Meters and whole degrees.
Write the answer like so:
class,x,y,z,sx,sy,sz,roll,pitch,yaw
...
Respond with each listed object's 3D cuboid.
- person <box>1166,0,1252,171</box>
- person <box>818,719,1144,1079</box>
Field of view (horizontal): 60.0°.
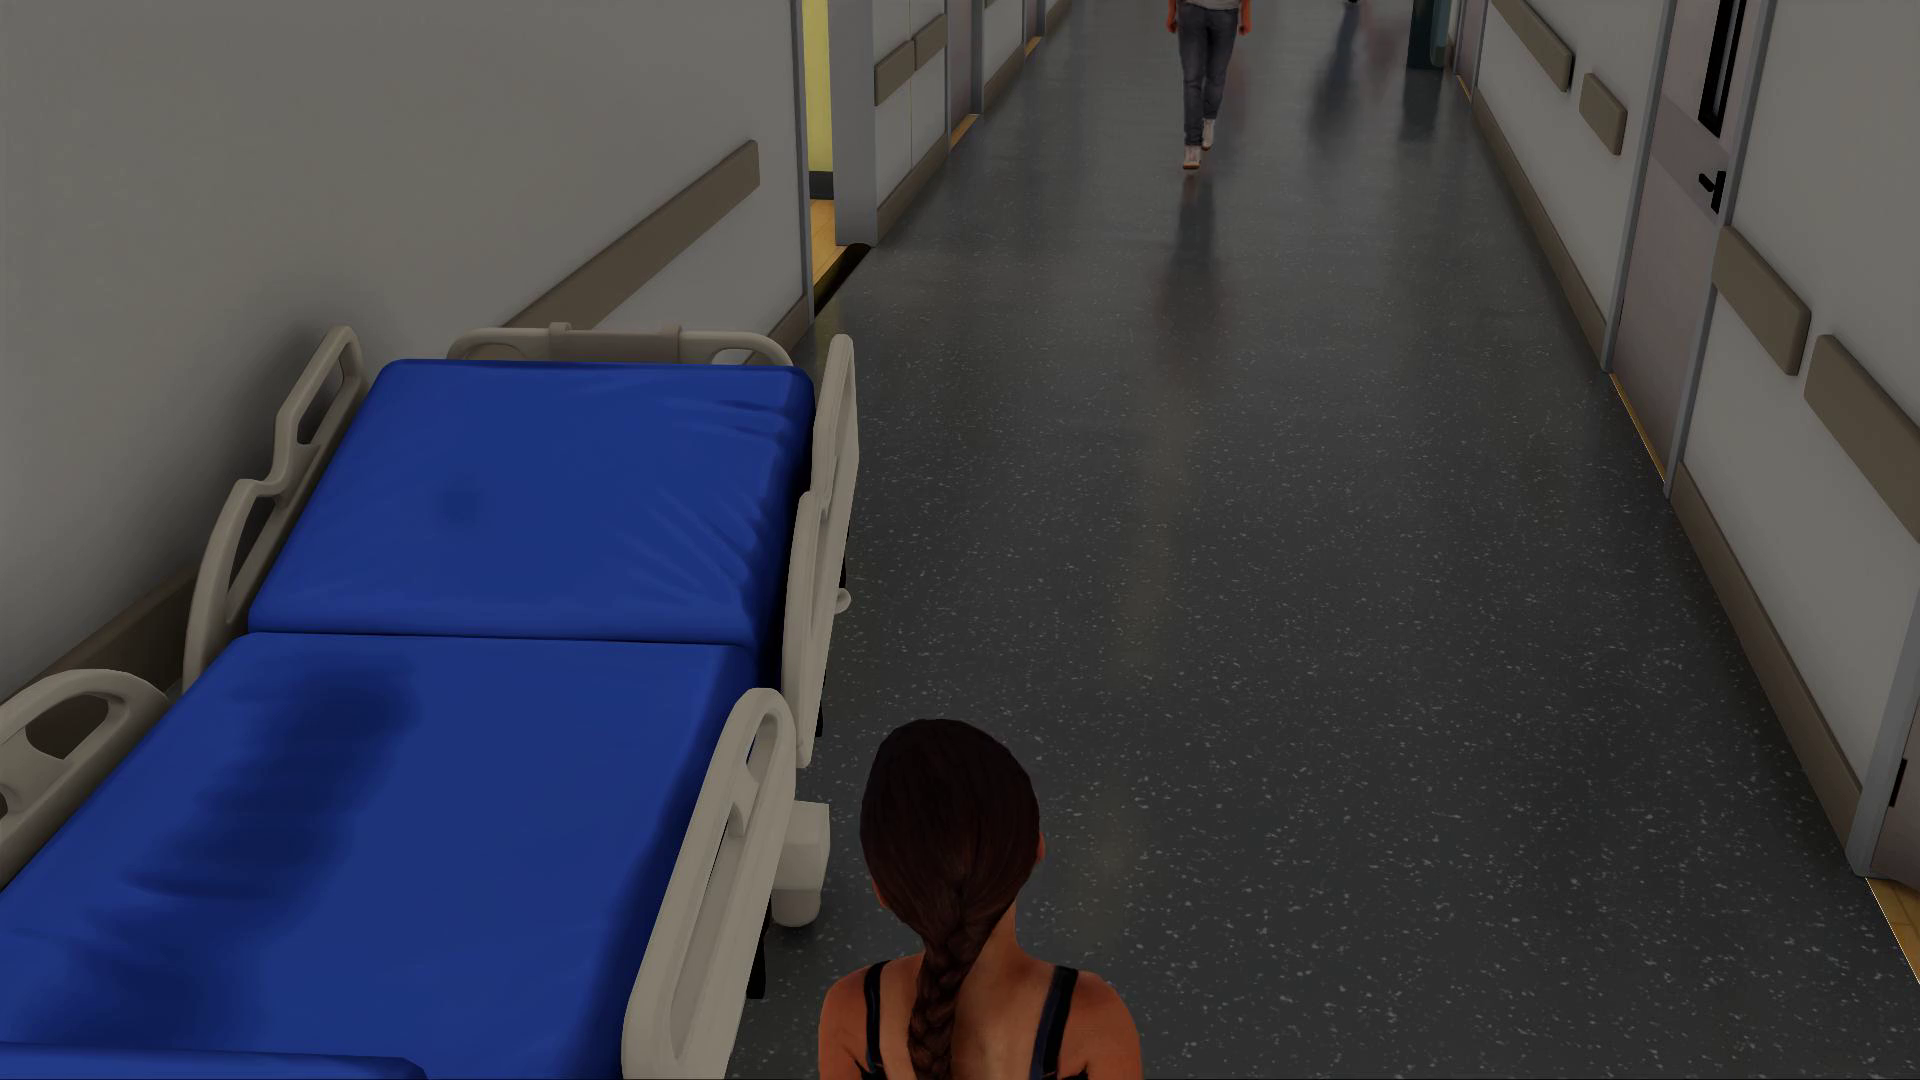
class,x,y,z,sx,sy,sz,roll,pitch,yaw
person,1.525,-3.250,10.156,1.111,1.863,0.749,3,26,7
person,0.030,0.944,1.829,0.638,1.541,0.605,5,26,9
